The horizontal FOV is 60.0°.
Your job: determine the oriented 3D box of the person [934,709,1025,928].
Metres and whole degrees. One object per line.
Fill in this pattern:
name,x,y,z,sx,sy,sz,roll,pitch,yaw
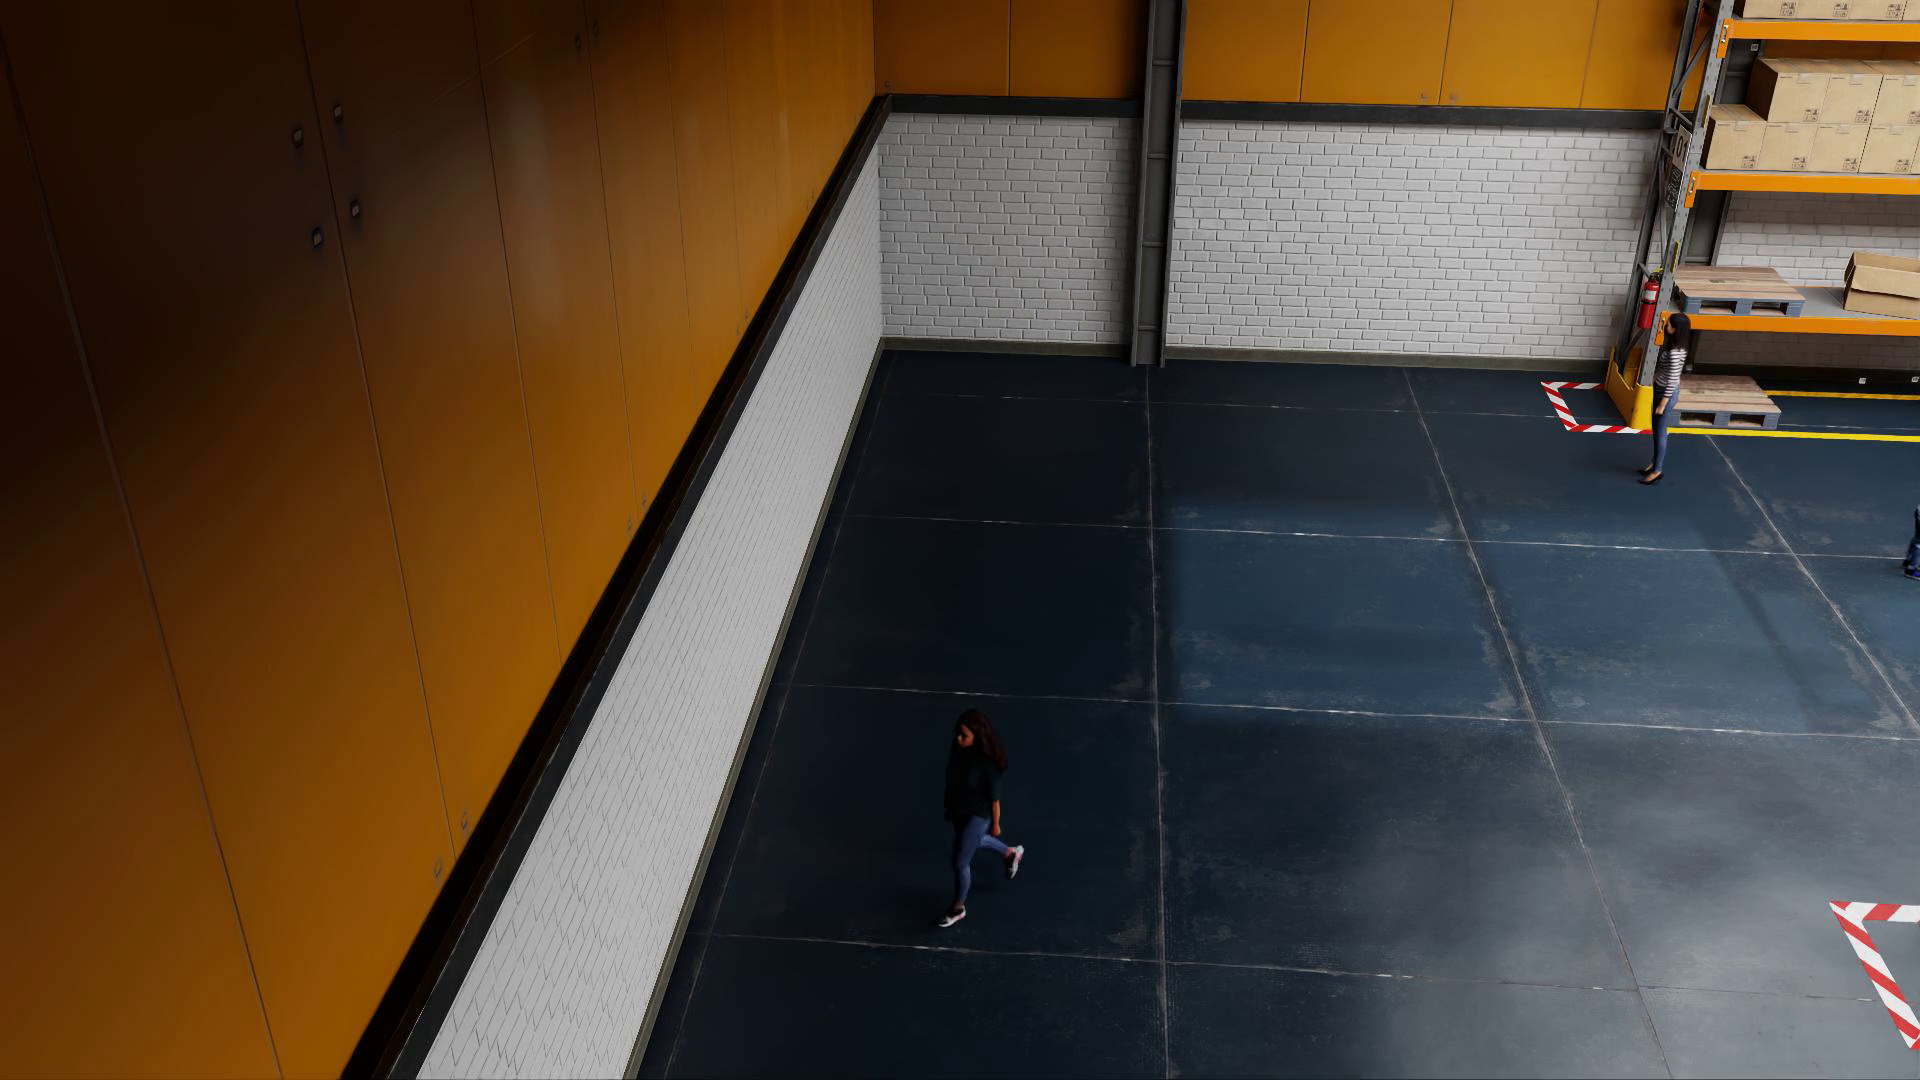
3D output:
person,0.139,1.766,10.941,1.076,1.592,1.002,-21,35,-33

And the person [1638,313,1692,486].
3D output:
person,7.009,-1.403,16.540,0.622,1.794,0.657,12,31,20
